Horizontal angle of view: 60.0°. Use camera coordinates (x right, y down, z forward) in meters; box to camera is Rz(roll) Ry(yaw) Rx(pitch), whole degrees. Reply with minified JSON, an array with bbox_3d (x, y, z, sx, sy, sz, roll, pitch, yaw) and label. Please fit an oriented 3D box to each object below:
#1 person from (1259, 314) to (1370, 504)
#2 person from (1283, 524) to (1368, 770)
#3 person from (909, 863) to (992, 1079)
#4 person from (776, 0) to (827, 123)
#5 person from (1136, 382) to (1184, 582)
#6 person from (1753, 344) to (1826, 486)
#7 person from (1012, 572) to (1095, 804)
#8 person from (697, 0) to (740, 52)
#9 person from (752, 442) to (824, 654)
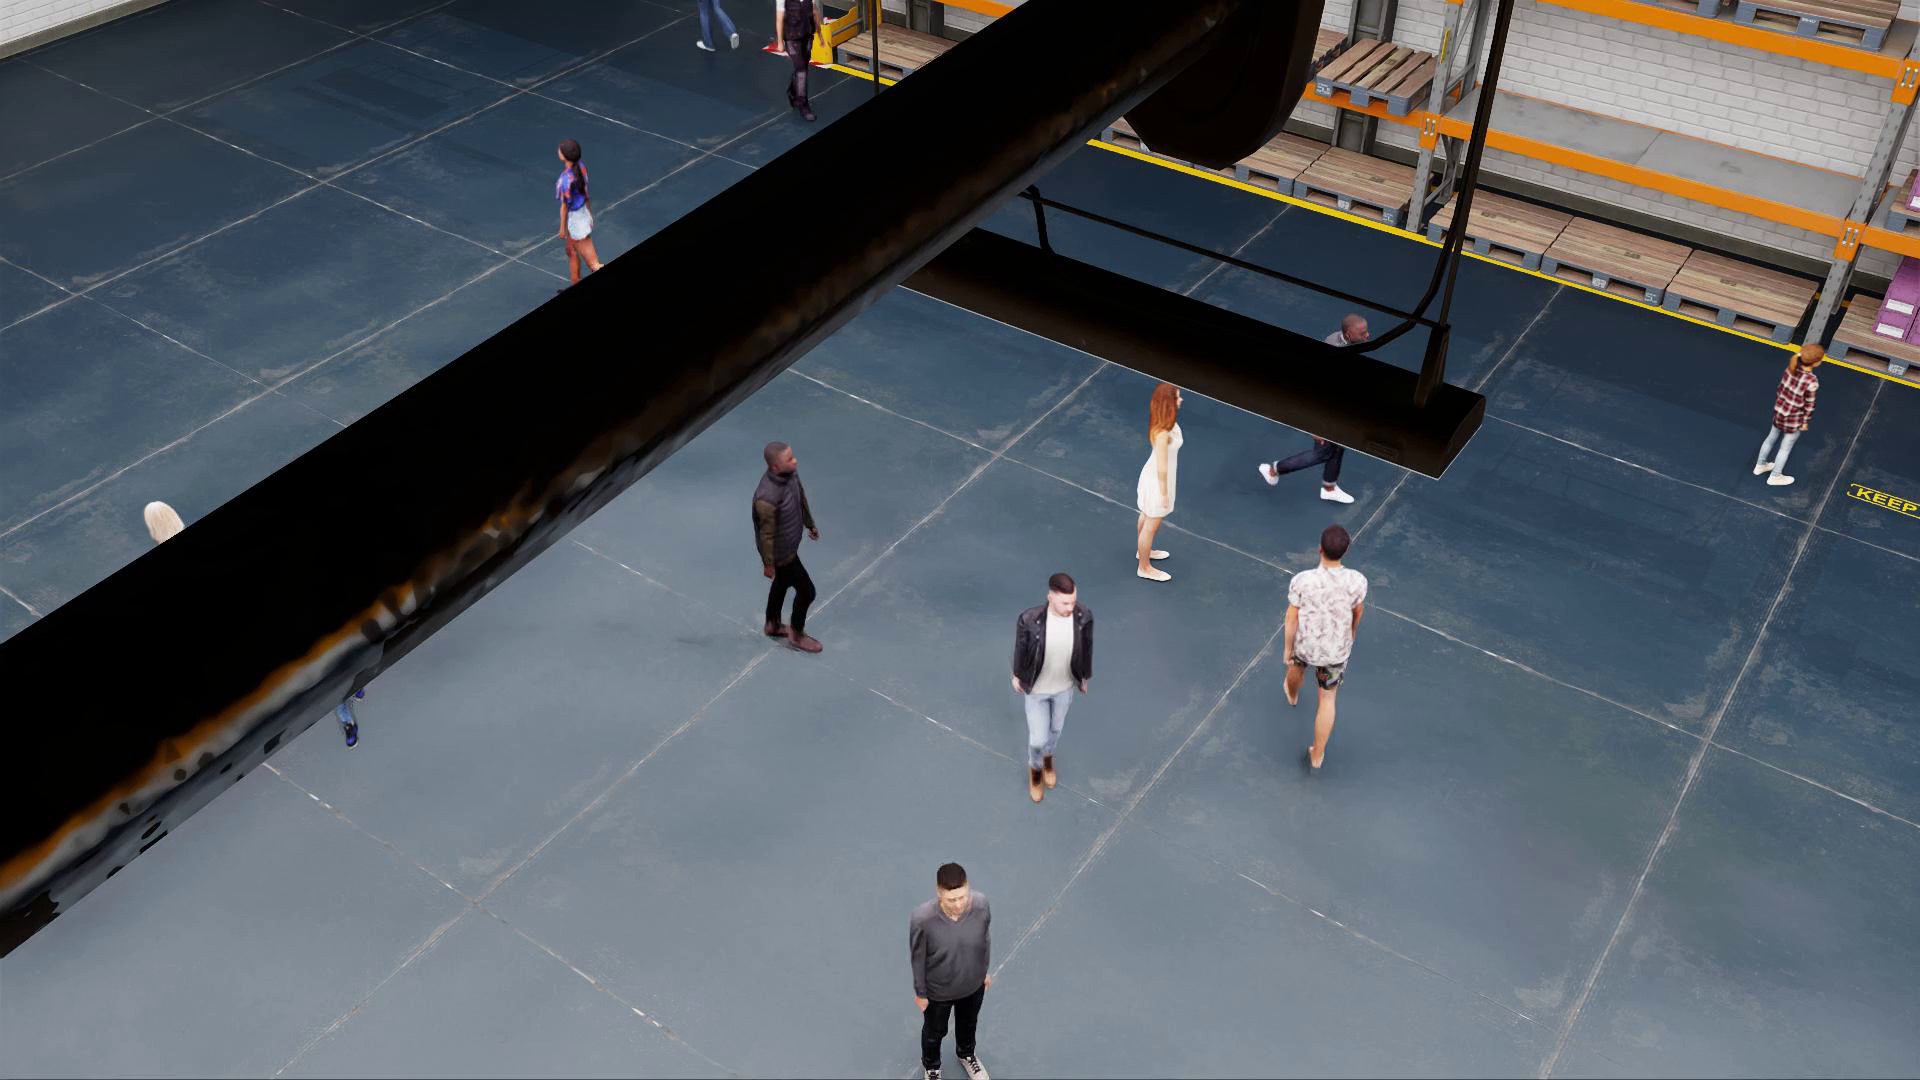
[{"bbox_3d":[2.859,-1.051,13.316,1.111,1.788,0.921,12,40,14],"label":"person"},{"bbox_3d":[2.426,0.732,11.090,1.191,1.779,1.058,6,39,7],"label":"person"},{"bbox_3d":[-0.041,2.379,9.043,0.698,1.761,0.705,-15,41,-18],"label":"person"},{"bbox_3d":[-1.938,-5.854,19.298,0.928,1.829,0.751,31,48,33],"label":"person"},{"bbox_3d":[1.501,-0.468,12.647,0.671,1.711,0.645,4,39,5],"label":"person"},{"bbox_3d":[6.846,-1.050,13.701,0.684,1.306,0.611,-11,40,-14],"label":"person"},{"bbox_3d":[0.572,0.872,10.882,0.785,1.820,0.836,-8,39,-10],"label":"person"},{"bbox_3d":[-3.069,-6.893,20.677,0.960,1.731,0.672,29,47,31],"label":"person"},{"bbox_3d":[-1.351,0.036,11.932,0.880,1.816,0.850,5,39,6],"label":"person"}]
